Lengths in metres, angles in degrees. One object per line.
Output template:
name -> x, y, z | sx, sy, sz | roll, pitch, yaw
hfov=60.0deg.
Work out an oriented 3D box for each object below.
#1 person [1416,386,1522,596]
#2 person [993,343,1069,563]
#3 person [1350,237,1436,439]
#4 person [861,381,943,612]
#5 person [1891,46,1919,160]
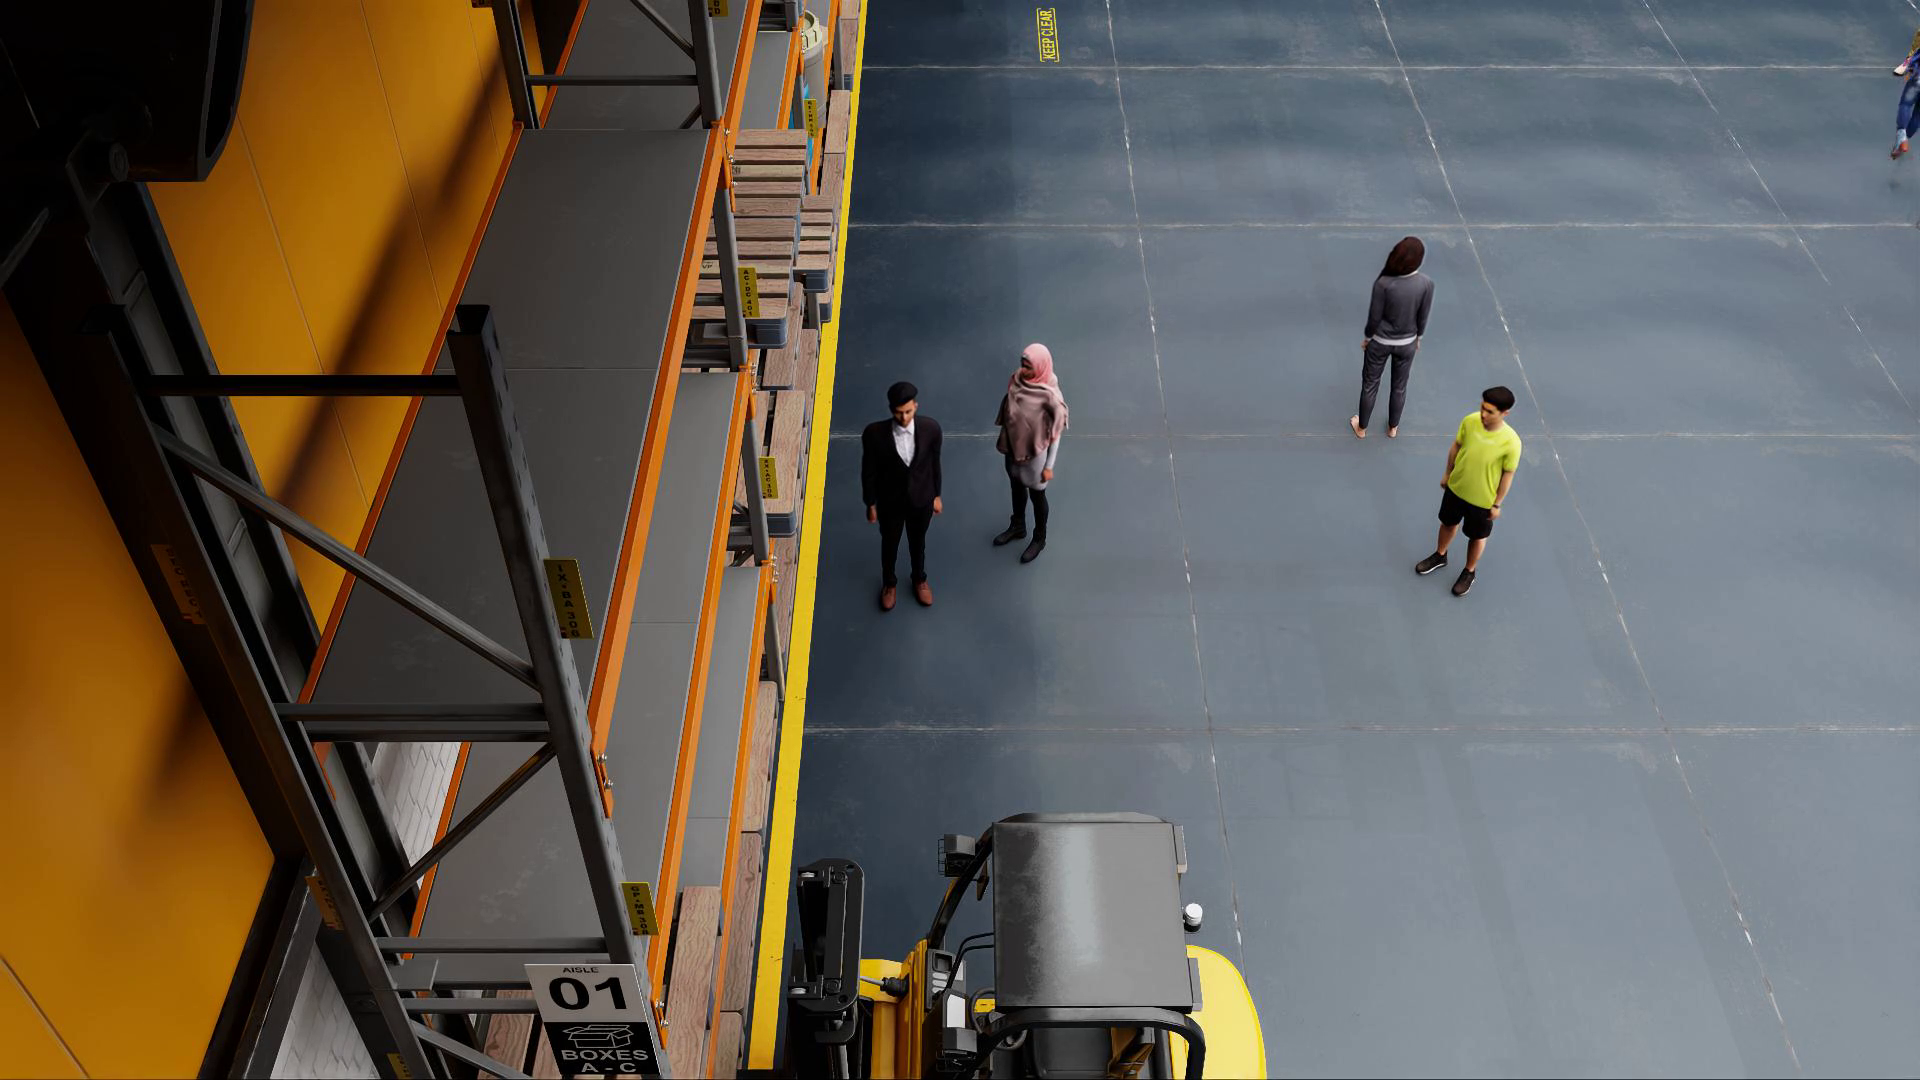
person -> 3.527, -0.373, 11.394 | 0.755, 1.709, 0.688 | -33, 53, -30
person -> 0.485, -0.620, 11.584 | 0.734, 1.804, 0.792 | 34, 53, 30
person -> 3.267, -1.510, 12.546 | 0.612, 1.767, 0.524 | 2, 44, 2
person -> -0.376, -0.313, 11.204 | 0.737, 1.884, 0.621 | -8, 44, -8
person -> 9.055, -4.252, 15.535 | 0.766, 1.613, 0.832 | 15, 46, 16
